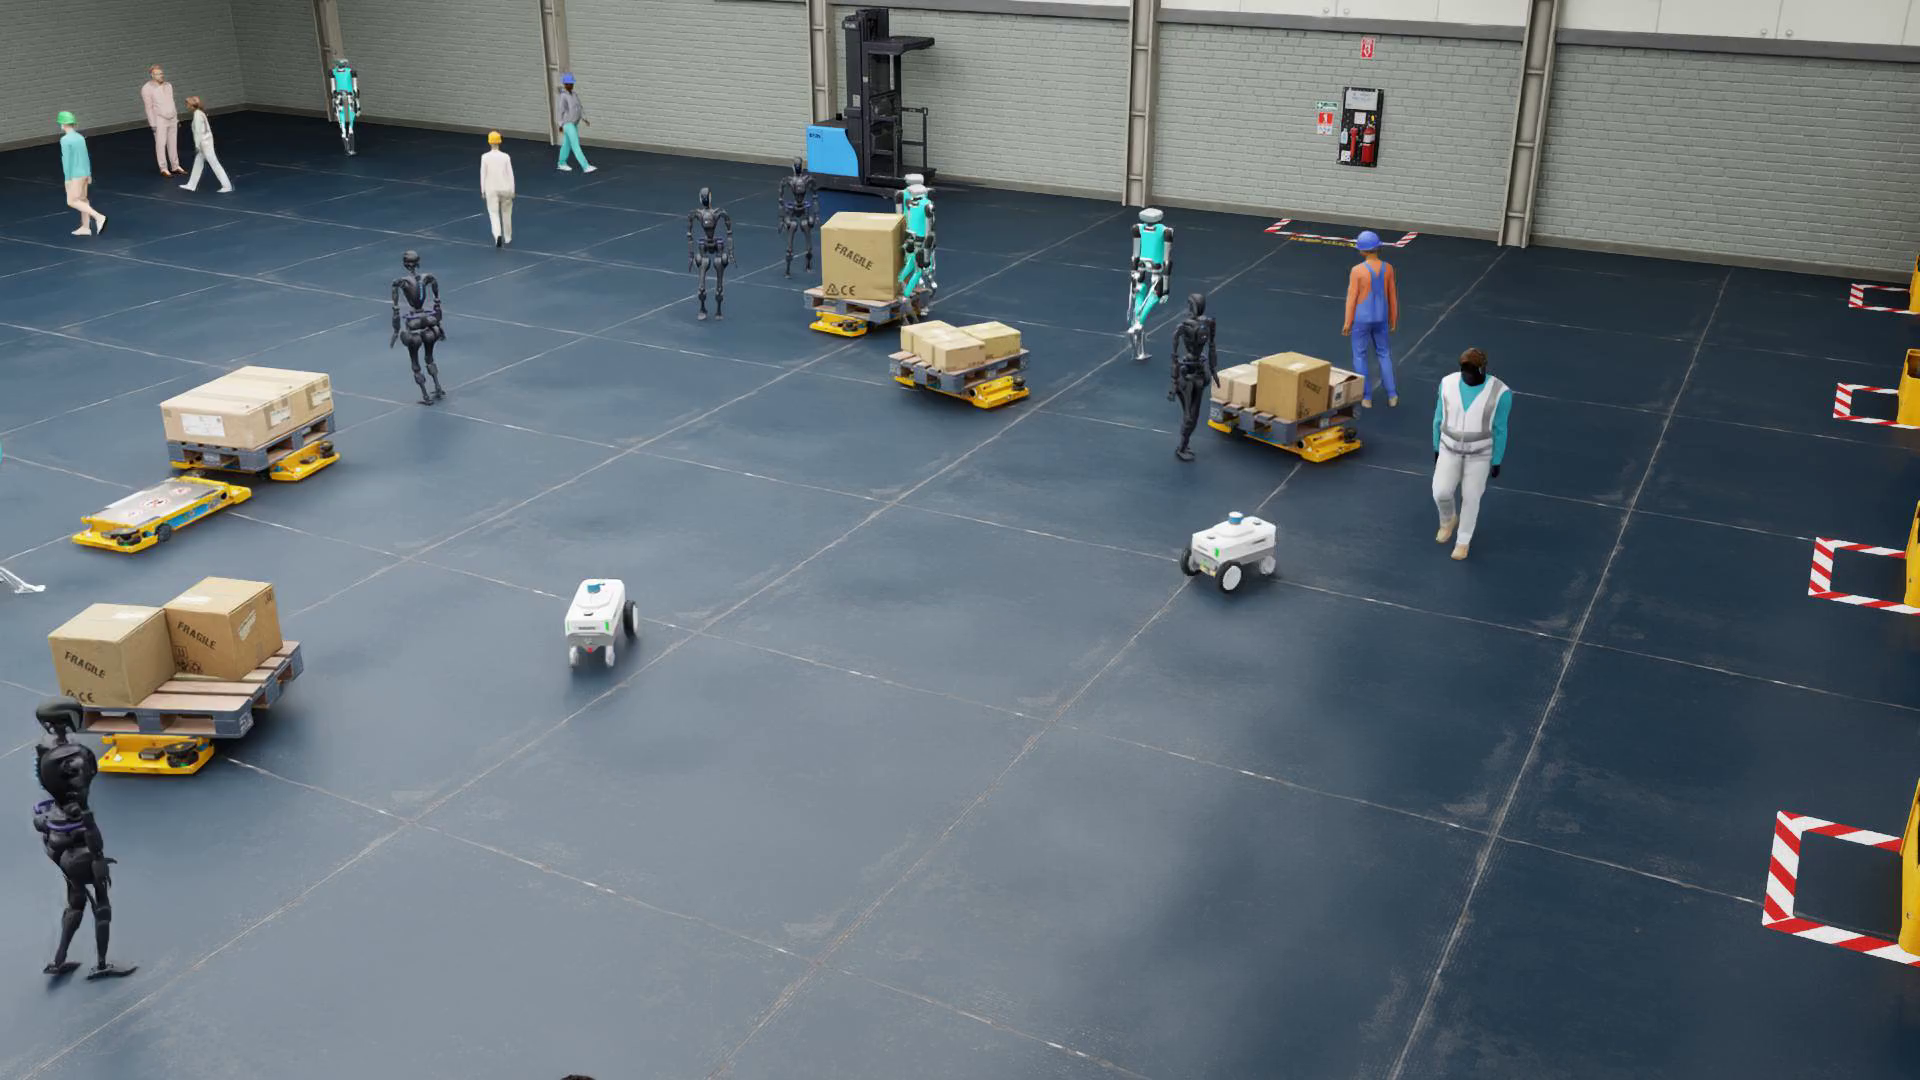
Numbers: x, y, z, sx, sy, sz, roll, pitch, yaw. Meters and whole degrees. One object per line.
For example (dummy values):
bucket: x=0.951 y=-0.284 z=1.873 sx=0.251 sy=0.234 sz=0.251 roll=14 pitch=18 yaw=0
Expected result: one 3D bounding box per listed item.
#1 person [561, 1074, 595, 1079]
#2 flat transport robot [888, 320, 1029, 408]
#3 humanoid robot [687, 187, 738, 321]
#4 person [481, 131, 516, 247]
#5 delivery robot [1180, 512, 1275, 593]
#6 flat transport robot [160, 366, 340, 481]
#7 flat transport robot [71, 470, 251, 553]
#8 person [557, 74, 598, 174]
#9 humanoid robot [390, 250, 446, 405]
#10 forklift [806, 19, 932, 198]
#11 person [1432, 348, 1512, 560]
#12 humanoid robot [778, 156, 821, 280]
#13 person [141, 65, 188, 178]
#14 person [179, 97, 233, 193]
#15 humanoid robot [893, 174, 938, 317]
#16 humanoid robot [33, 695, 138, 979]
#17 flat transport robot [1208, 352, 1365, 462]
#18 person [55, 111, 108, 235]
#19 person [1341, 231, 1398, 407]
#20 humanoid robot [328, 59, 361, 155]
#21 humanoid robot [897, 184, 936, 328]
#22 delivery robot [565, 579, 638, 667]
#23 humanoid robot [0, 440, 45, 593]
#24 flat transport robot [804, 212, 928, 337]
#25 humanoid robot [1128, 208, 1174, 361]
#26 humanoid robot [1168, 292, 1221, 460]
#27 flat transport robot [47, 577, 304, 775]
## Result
person: x=-1.309 y=2.660 z=5.883 sx=0.397 sy=1.919 sz=0.589 roll=13 pitch=26 yaw=27
flat transport robot: x=0.003 y=-1.746 z=18.227 sx=1.431 sy=0.231 sz=0.659 roll=21 pitch=31 yaw=40
humanoid robot: x=-3.070 y=-3.541 z=20.620 sx=0.611 sy=1.656 sz=0.318 roll=-2 pitch=23 yaw=-5
person: x=-6.738 y=-5.111 z=24.275 sx=0.479 sy=1.666 sz=0.727 roll=-6 pitch=24 yaw=-14
delivery robot: x=2.225 y=0.070 z=13.634 sx=0.774 sy=0.592 sz=0.499 roll=-16 pitch=28 yaw=-32
flat transport robot: x=-6.811 y=-0.825 z=16.084 sx=1.431 sy=0.231 sz=0.659 roll=7 pitch=24 yaw=15
flat transport robot: x=-7.074 y=-0.260 z=14.767 sx=0.659 sy=0.231 sz=1.431 roll=8 pitch=25 yaw=19
person: x=-6.865 y=-7.387 z=29.512 sx=0.907 sy=1.725 sz=0.521 roll=7 pitch=24 yaw=16
humanoid robot: x=-5.758 y=-2.249 z=17.616 sx=0.364 sy=1.654 sz=0.615 roll=20 pitch=30 yaw=38
forklift: x=-1.573 y=-7.292 z=27.850 sx=1.873 sy=2.768 sz=1.129 roll=12 pitch=26 yaw=25
person: x=4.225 y=-0.721 z=13.873 sx=0.629 sy=1.824 sz=0.451 roll=12 pitch=26 yaw=26
humanoid robot: x=-2.200 y=-4.402 z=22.655 sx=0.610 sy=1.655 sz=0.389 roll=-9 pitch=25 yaw=-20
person: x=-13.958 y=-7.353 z=29.209 sx=0.403 sy=1.907 sz=0.642 roll=9 pitch=25 yaw=19
person: x=-12.731 y=-6.594 z=27.837 sx=0.853 sy=1.588 sz=0.522 roll=-9 pitch=25 yaw=-21
humanoid robot: x=-0.475 y=-3.619 z=20.732 sx=0.537 sy=1.780 sz=0.747 roll=-9 pitch=25 yaw=-20
humanoid robot: x=-4.701 y=1.567 z=8.781 sx=0.398 sy=1.657 sz=0.604 roll=-18 pitch=29 yaw=-36
flat transport robot: x=3.294 y=-1.130 z=16.793 sx=0.659 sy=0.231 sz=1.431 roll=-19 pitch=30 yaw=-37
person: x=-13.163 y=-5.458 z=24.850 sx=0.591 sy=1.861 sz=0.534 roll=2 pitch=23 yaw=4
person: x=4.342 y=-2.329 z=17.567 sx=0.609 sy=1.874 sz=0.483 roll=-5 pitch=24 yaw=-12
humanoid robot: x=-11.474 y=-7.964 z=30.963 sx=0.538 sy=1.869 sz=0.740 roll=0 pitch=23 yaw=1
humanoid robot: x=-0.661 y=-3.383 z=20.190 sx=0.666 sy=1.806 sz=0.545 roll=-15 pitch=27 yaw=-30
delivery robot: x=-2.719 y=0.570 z=12.442 sx=0.499 sy=0.570 sz=0.750 roll=-1 pitch=23 yaw=-1
humanoid robot: x=-7.831 y=-0.342 z=13.107 sx=0.787 sy=1.791 sz=0.551 roll=-11 pitch=26 yaw=-25
flat transport robot: x=-1.154 y=-2.811 z=20.706 sx=0.659 sy=0.231 sz=1.431 roll=15 pitch=28 yaw=31
humanoid robot: x=2.047 y=-2.798 z=18.888 sx=0.548 sy=1.845 sz=0.736 roll=17 pitch=29 yaw=35
humanoid robot: x=2.282 y=-1.595 z=16.099 sx=0.603 sy=1.651 sz=0.430 roll=-15 pitch=27 yaw=-31
flat transport robot: x=-5.270 y=1.172 z=11.434 sx=0.659 sy=0.231 sz=1.431 roll=1 pitch=23 yaw=3
